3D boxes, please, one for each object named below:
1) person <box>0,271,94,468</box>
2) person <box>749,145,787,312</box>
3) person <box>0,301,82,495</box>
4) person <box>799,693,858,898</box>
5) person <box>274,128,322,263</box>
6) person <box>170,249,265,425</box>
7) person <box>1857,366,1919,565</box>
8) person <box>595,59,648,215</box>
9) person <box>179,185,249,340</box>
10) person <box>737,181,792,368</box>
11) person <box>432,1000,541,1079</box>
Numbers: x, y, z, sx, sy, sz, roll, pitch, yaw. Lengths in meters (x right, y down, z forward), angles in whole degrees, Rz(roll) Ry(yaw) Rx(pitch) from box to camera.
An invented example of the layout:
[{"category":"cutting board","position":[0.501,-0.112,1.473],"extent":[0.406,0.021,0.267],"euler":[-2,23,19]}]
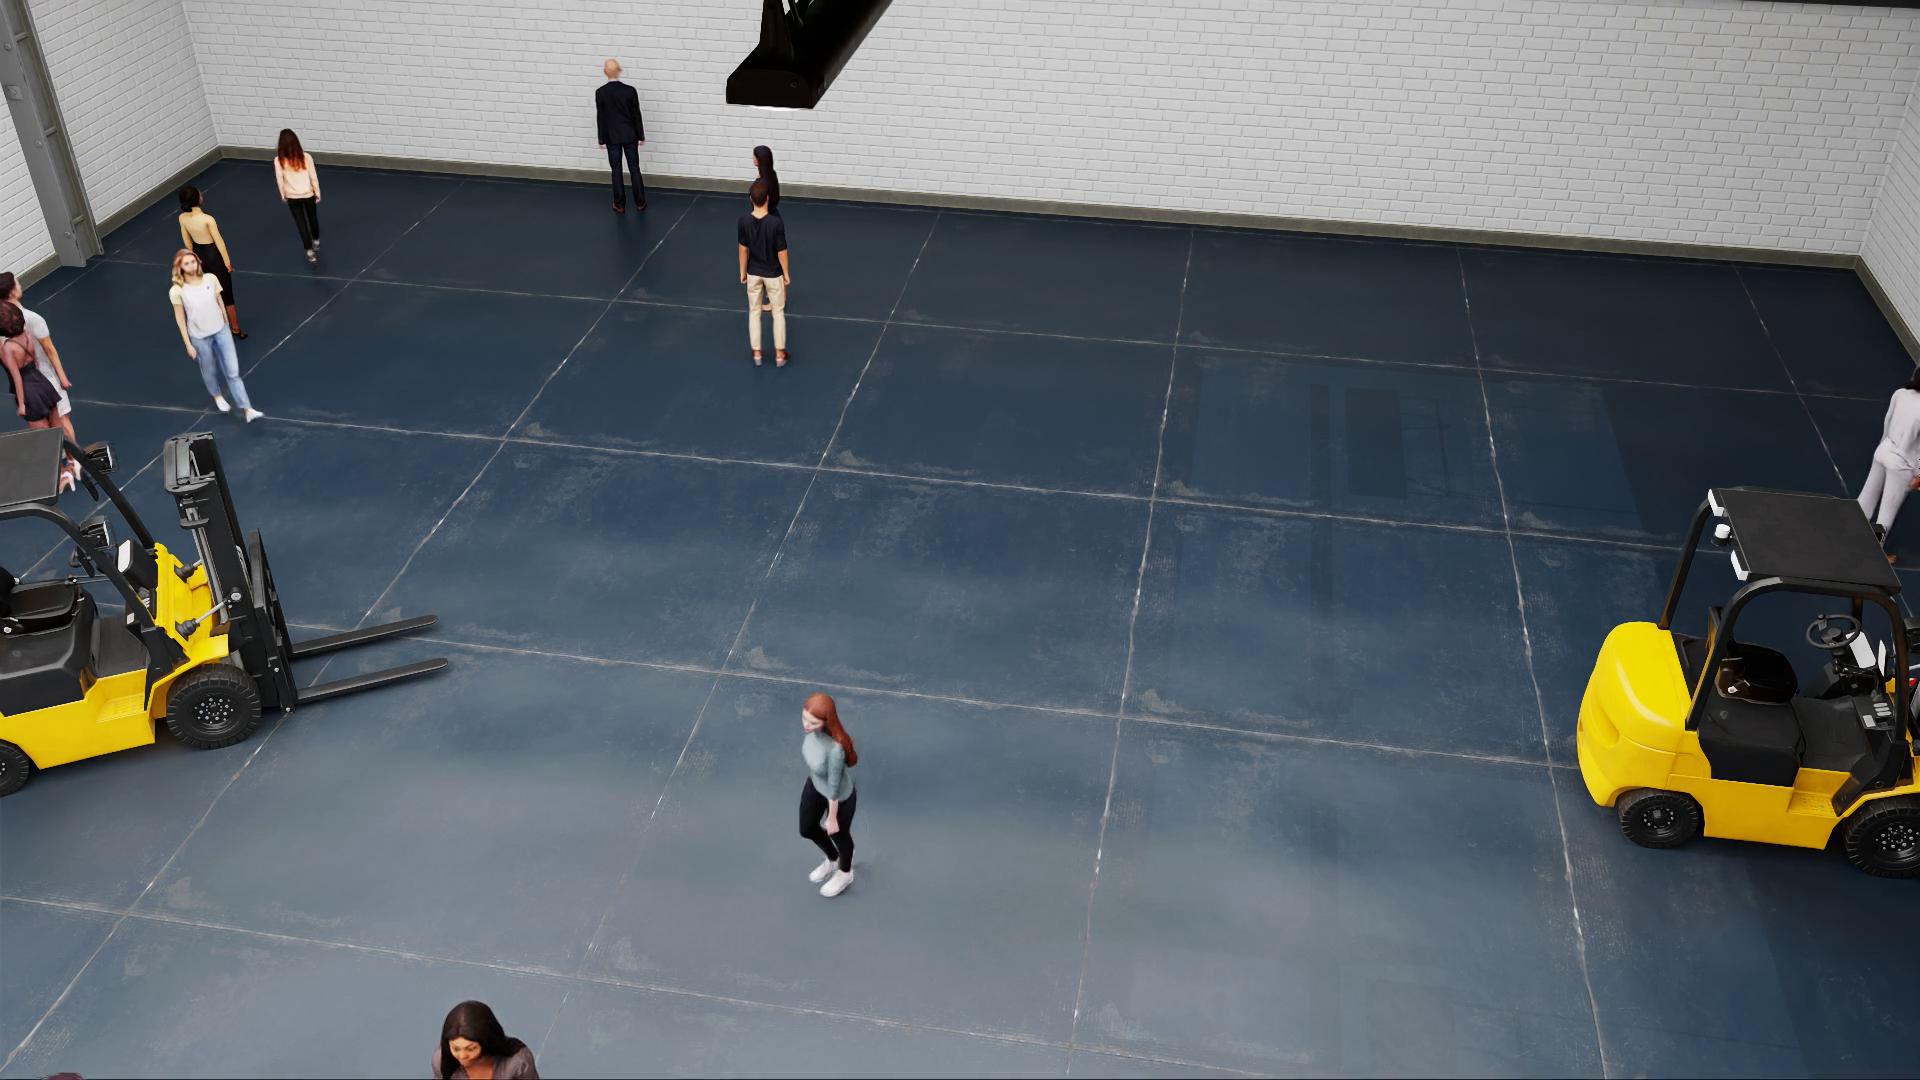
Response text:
[{"category":"person","position":[-8.046,-1.456,14.466],"extent":[0.697,1.853,0.562],"euler":[8,34,12]},{"category":"person","position":[-1.971,-3.227,17.209],"extent":[0.650,1.766,0.495],"euler":[9,35,14]},{"category":"person","position":[-7.880,-1.222,14.172],"extent":[0.649,1.789,0.512],"euler":[2,34,2]},{"category":"person","position":[-0.756,1.535,10.087],"extent":[0.780,1.720,0.716],"euler":[-13,36,-19]},{"category":"person","position":[-7.254,-3.759,18.286],"extent":[0.906,1.460,1.020],"euler":[-16,37,-23]},{"category":"person","position":[-6.947,-1.887,15.266],"extent":[1.092,1.684,1.133],"euler":[28,42,35]},{"category":"person","position":[7.521,-0.635,13.337],"extent":[0.755,1.736,0.598],"euler":[-6,34,-9]},{"category":"person","position":[-3.959,-4.707,19.407],"extent":[0.776,1.798,0.741],"euler":[-9,35,-13]},{"category":"person","position":[-7.485,-2.754,16.600],"extent":[0.553,1.653,0.519],"euler":[6,34,9]},{"category":"person","position":[-1.895,-2.579,16.156],"extent":[0.648,1.851,0.563],"euler":[4,34,5]},{"category":"person","position":[-2.218,2.859,7.986],"extent":[0.692,1.840,0.647],"euler":[0,34,0]}]
